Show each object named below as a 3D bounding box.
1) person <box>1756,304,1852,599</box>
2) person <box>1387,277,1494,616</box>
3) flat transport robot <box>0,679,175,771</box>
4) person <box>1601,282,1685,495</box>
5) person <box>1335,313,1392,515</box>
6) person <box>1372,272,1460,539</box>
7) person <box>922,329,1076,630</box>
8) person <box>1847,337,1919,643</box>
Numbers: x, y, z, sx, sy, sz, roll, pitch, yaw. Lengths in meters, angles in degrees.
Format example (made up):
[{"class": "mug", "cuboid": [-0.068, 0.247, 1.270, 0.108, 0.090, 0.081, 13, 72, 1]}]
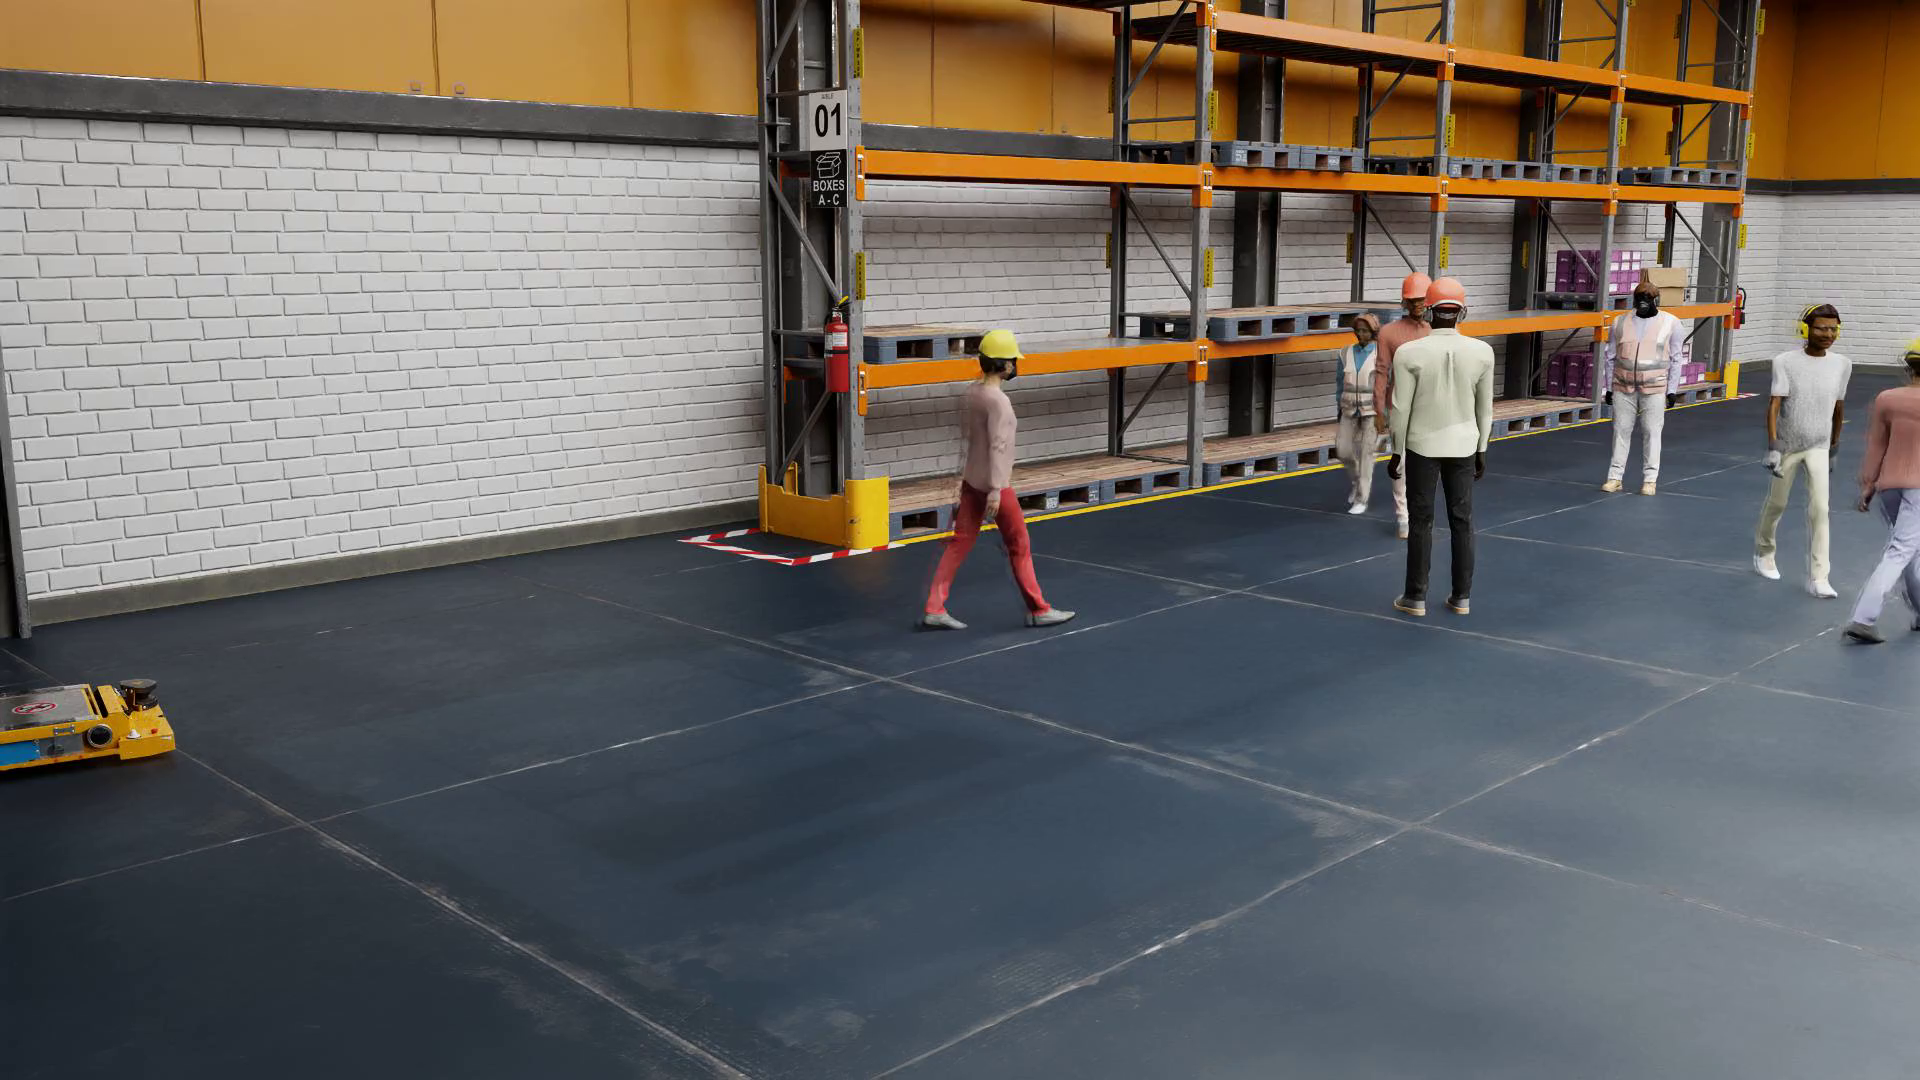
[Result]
[{"class": "person", "cuboid": [5.351, -0.589, 10.579, 0.516, 1.825, 0.966, 2, 11, 9]}, {"class": "person", "cuboid": [2.825, -0.545, 9.837, 0.612, 1.994, 0.394, -1, 10, -3]}, {"class": "flat transport robot", "cuboid": [-4.149, 0.833, 7.029, 1.431, 0.197, 0.652, -6, 12, -31]}, {"class": "person", "cuboid": [5.910, -1.312, 14.441, 0.624, 1.844, 0.430, 8, 13, 36]}, {"class": "person", "cuboid": [3.262, -1.016, 13.420, 0.511, 1.624, 0.401, 9, 13, 39]}, {"class": "person", "cuboid": [3.366, -0.983, 12.281, 0.642, 1.969, 0.449, 2, 11, 12]}, {"class": "person", "cuboid": [0.185, -0.329, 9.409, 0.904, 1.714, 0.540, -3, 11, -18]}, {"class": "person", "cuboid": [5.284, -0.289, 9.205, 0.931, 1.715, 0.541, -4, 11, -23]}]
